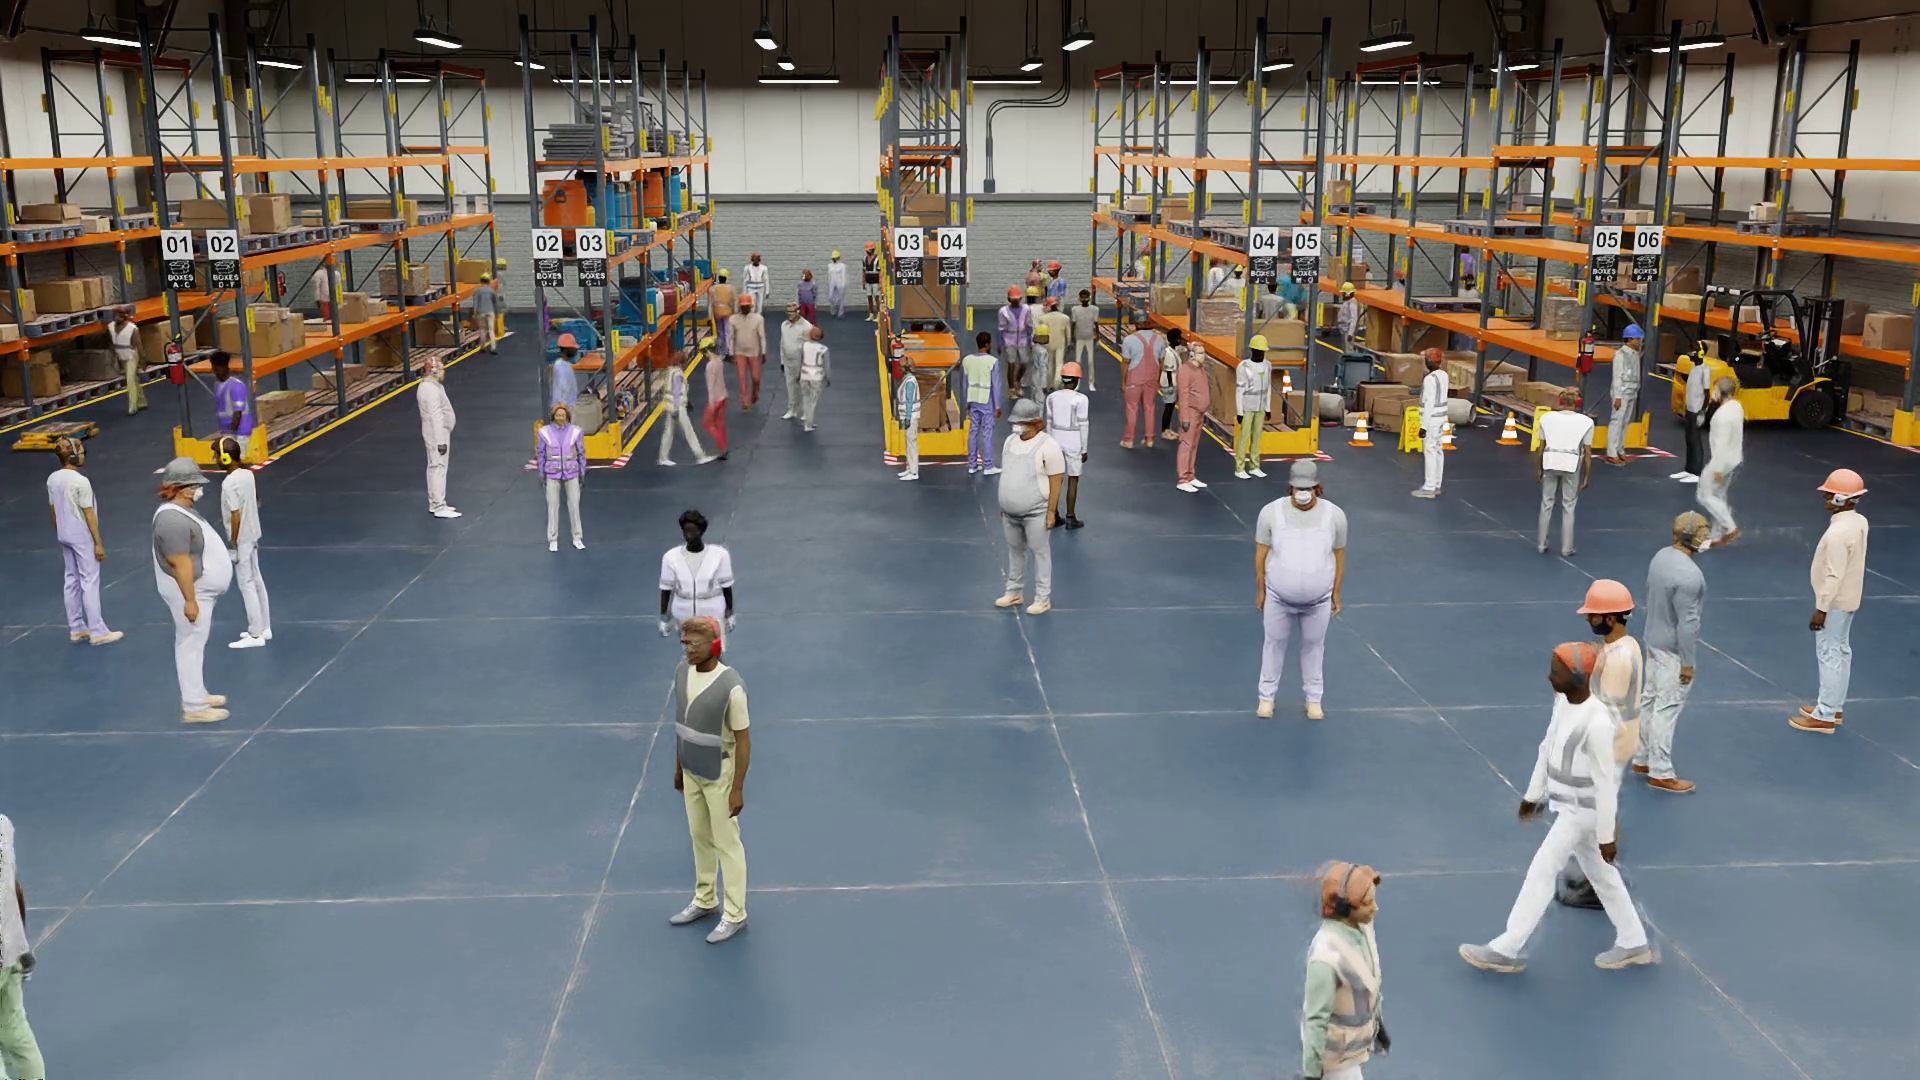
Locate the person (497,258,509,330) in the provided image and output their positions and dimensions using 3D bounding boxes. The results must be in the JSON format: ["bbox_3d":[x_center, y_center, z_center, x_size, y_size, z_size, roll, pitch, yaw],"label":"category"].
[{"bbox_3d":[-11.007,-5.892,39.903,0.439,1.719,0.493,-6,15,-25],"label":"person"}]

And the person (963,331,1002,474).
[{"bbox_3d":[0.297,-1.835,22.306,0.591,1.919,0.391,10,16,35],"label":"person"}]

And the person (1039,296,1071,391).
[{"bbox_3d":[1.693,-3.489,29.721,0.576,1.732,0.748,1,13,4],"label":"person"}]

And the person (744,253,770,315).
[{"bbox_3d":[-4.842,-5.910,39.705,0.603,1.846,0.919,-3,14,-11],"label":"person"}]

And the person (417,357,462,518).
[{"bbox_3d":[-6.178,-1.219,19.723,0.408,1.905,0.653,-6,15,-26],"label":"person"}]

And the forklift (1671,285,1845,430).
[{"bbox_3d":[12.503,-2.886,26.166,2.313,2.155,1.214,-1,13,-3],"label":"forklift"}]

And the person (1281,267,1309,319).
[{"bbox_3d":[7.694,-5.455,38.089,0.581,1.707,0.854,-10,17,-36],"label":"person"}]

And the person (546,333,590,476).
[{"bbox_3d":[-5.279,-1.794,22.116,0.555,1.921,0.550,-1,13,-4],"label":"person"}]

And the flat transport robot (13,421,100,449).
[{"bbox_3d":[-13.424,-1.573,24.721,0.652,0.197,1.431,-1,13,-5],"label":"flat transport robot"}]

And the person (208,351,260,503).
[{"bbox_3d":[-8.809,-1.330,20.124,0.640,1.932,0.443,12,18,40],"label":"person"}]

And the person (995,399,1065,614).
[{"bbox_3d":[0.606,-0.324,15.641,0.688,2.000,0.537,12,18,42],"label":"person"}]

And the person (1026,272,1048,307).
[{"bbox_3d":[1.826,-5.776,39.473,0.540,1.695,0.317,1,13,5],"label":"person"}]

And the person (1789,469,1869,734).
[{"bbox_3d":[6.530,0.453,12.446,0.380,1.996,0.608,12,18,41],"label":"person"}]

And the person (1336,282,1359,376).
[{"bbox_3d":[7.332,-3.953,31.470,0.404,1.828,0.591,1,13,3],"label":"person"}]

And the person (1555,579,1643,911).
[{"bbox_3d":[3.693,1.169,9.575,0.392,1.923,0.553,6,14,23],"label":"person"}]

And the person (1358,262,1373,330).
[{"bbox_3d":[9.695,-5.864,39.979,0.499,1.635,0.287,-10,16,-35],"label":"person"}]

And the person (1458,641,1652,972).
[{"bbox_3d":[3.236,1.415,8.748,1.031,1.832,0.559,2,13,7],"label":"person"}]

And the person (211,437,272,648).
[{"bbox_3d":[-6.294,0.024,14.548,0.334,1.865,0.515,0,13,-2],"label":"person"}]

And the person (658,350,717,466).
[{"bbox_3d":[-3.797,-1.805,22.859,0.814,1.598,0.510,-5,14,-19],"label":"person"}]

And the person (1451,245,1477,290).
[{"bbox_3d":[13.268,-6.862,43.794,0.645,1.823,0.636,6,15,24],"label":"person"}]

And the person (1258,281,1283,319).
[{"bbox_3d":[5.949,-4.053,31.793,0.524,1.876,0.325,9,16,33],"label":"person"}]

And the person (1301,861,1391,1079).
[{"bbox_3d":[1.472,2.017,6.653,0.786,1.608,0.514,6,15,25],"label":"person"}]

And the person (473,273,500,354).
[{"bbox_3d":[-10.082,-4.814,35.385,0.581,1.701,0.907,-6,15,-25],"label":"person"}]

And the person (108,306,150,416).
[{"bbox_3d":[-13.656,-2.957,27.362,0.589,1.809,0.690,7,15,27],"label":"person"}]

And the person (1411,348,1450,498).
[{"bbox_3d":[5.908,-1.467,20.822,0.358,1.881,0.574,10,16,36],"label":"person"}]

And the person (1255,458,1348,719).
[{"bbox_3d":[2.590,0.376,12.674,0.684,2.000,0.535,2,13,8],"label":"person"}]

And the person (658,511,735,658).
[{"bbox_3d":[-1.990,0.611,12.466,0.555,1.658,0.803,1,13,3],"label":"person"}]

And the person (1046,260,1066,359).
[{"bbox_3d":[1.967,-4.792,34.601,0.418,2.034,0.604,-7,15,-28],"label":"person"}]

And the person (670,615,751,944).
[{"bbox_3d":[-1.370,1.296,9.192,0.572,1.844,0.376,13,18,43],"label":"person"}]

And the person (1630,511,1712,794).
[{"bbox_3d":[4.846,0.747,11.325,0.366,1.936,0.630,1,13,3],"label":"person"}]

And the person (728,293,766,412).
[{"bbox_3d":[-3.540,-3.133,27.666,0.623,1.976,0.574,-1,13,-4],"label":"person"}]

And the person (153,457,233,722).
[{"bbox_3d":[-5.853,0.360,12.743,0.536,2.000,0.688,-6,15,-25],"label":"person"}]
